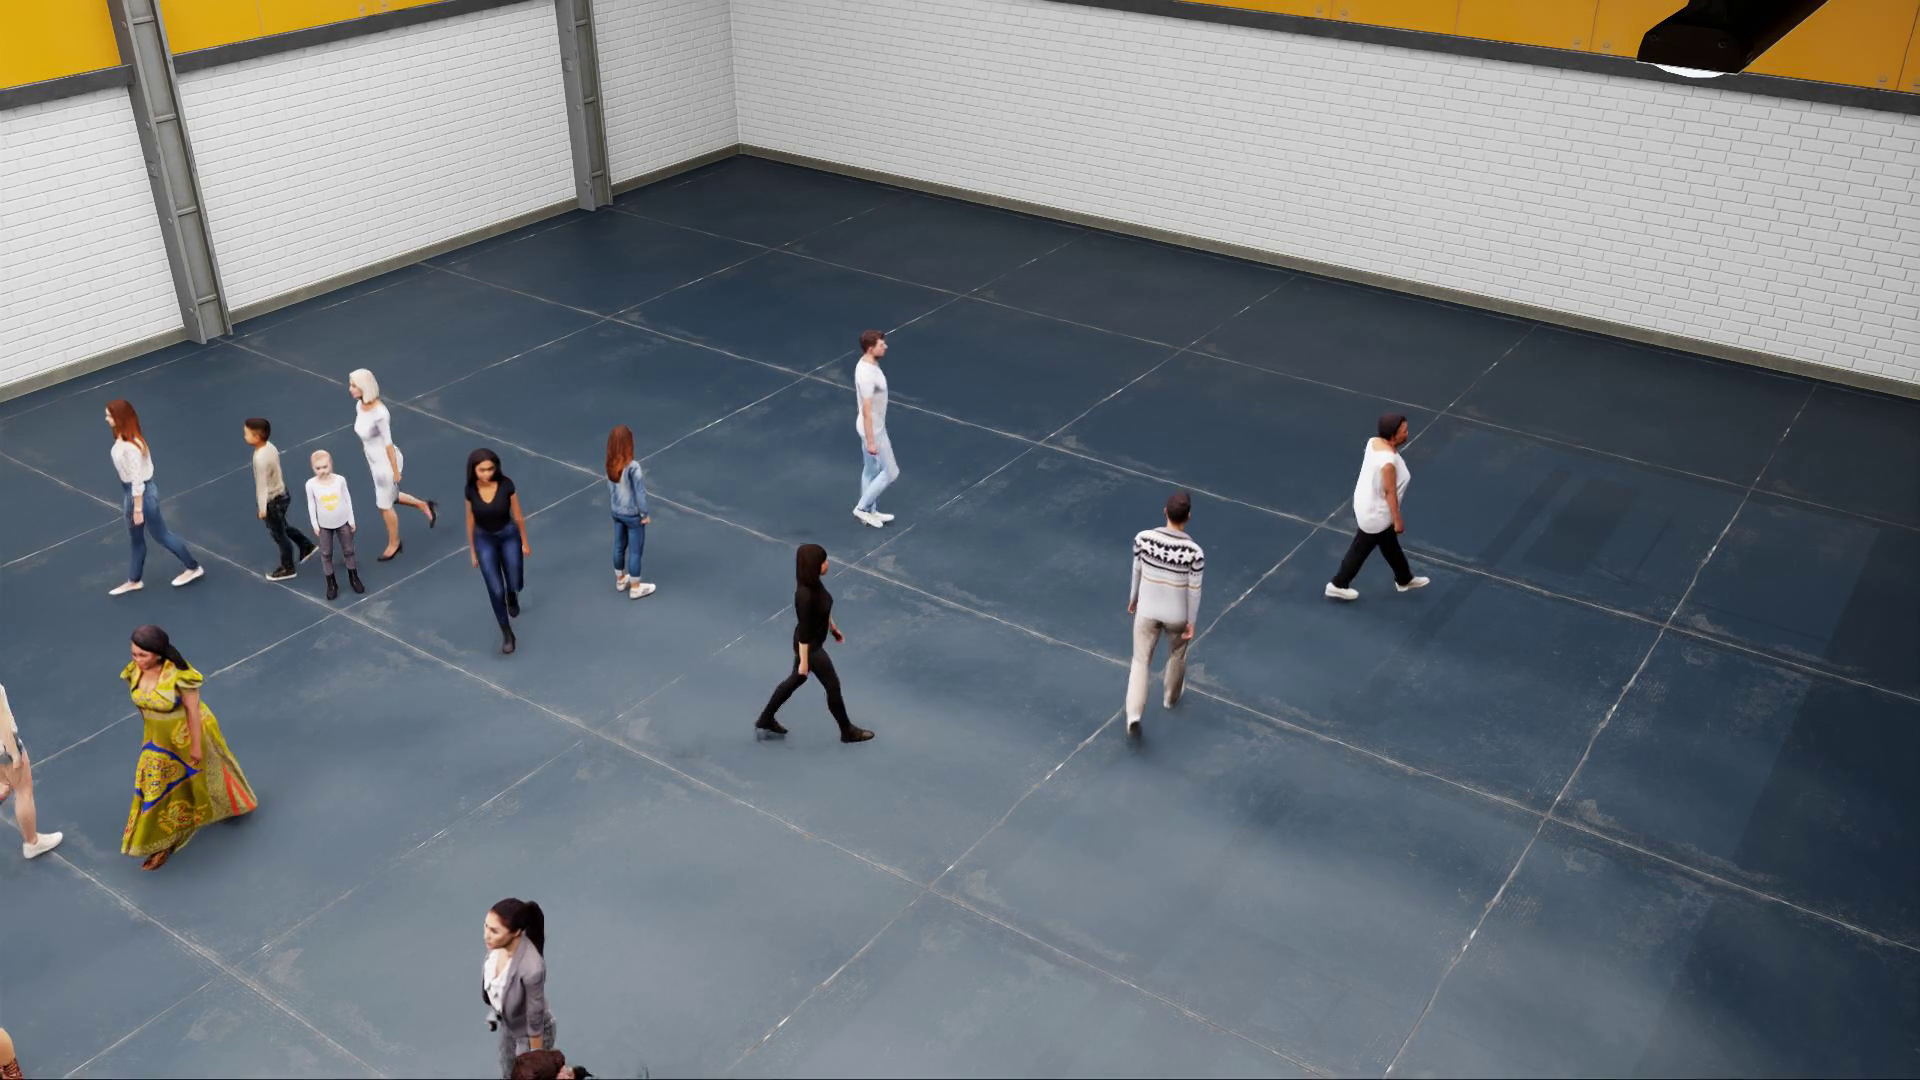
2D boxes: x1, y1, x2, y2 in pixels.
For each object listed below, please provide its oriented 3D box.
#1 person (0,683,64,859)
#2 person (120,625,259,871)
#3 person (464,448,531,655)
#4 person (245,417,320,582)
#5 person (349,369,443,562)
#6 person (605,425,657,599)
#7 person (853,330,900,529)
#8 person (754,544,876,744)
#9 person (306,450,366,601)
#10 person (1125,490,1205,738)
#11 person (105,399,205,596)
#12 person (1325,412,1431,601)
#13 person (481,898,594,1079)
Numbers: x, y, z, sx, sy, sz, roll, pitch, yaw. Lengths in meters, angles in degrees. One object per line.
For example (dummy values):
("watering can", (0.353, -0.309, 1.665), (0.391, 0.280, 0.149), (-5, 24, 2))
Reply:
("person", (-6.091, 1.351, 10.374), (0.649, 1.741, 0.876), (14, 32, 24))
("person", (-4.993, 1.228, 10.740), (1.130, 1.609, 1.407), (3, 29, 6))
("person", (-3.563, 0.026, 12.831), (0.895, 1.716, 0.936), (-4, 29, -8))
("person", (-5.620, -0.349, 13.790), (0.805, 1.455, 0.739), (-9, 30, -15))
("person", (-4.805, -0.664, 14.086), (0.680, 1.726, 0.948), (22, 36, 35))
("person", (-2.721, -0.235, 13.564), (0.582, 1.471, 0.507), (22, 35, 34))
("person", (-0.852, -0.949, 14.484), (0.863, 1.844, 0.792), (-2, 29, -5))
("person", (-1.129, 0.747, 11.623), (1.071, 1.606, 1.089), (-1, 29, -2))
("person", (-5.133, -0.153, 13.615), (0.546, 1.279, 0.629), (-13, 31, -22))
("person", (1.411, 0.534, 11.762), (0.905, 1.847, 1.178), (9, 30, 16))
("person", (-6.582, -0.361, 13.552), (1.048, 1.704, 0.820), (-17, 33, -29))
("person", (3.299, -0.229, 13.377), (1.077, 1.641, 1.140), (2, 29, 3))
("person", (-2.125, 2.458, 8.425), (0.828, 1.666, 0.715), (-23, 36, -35))
